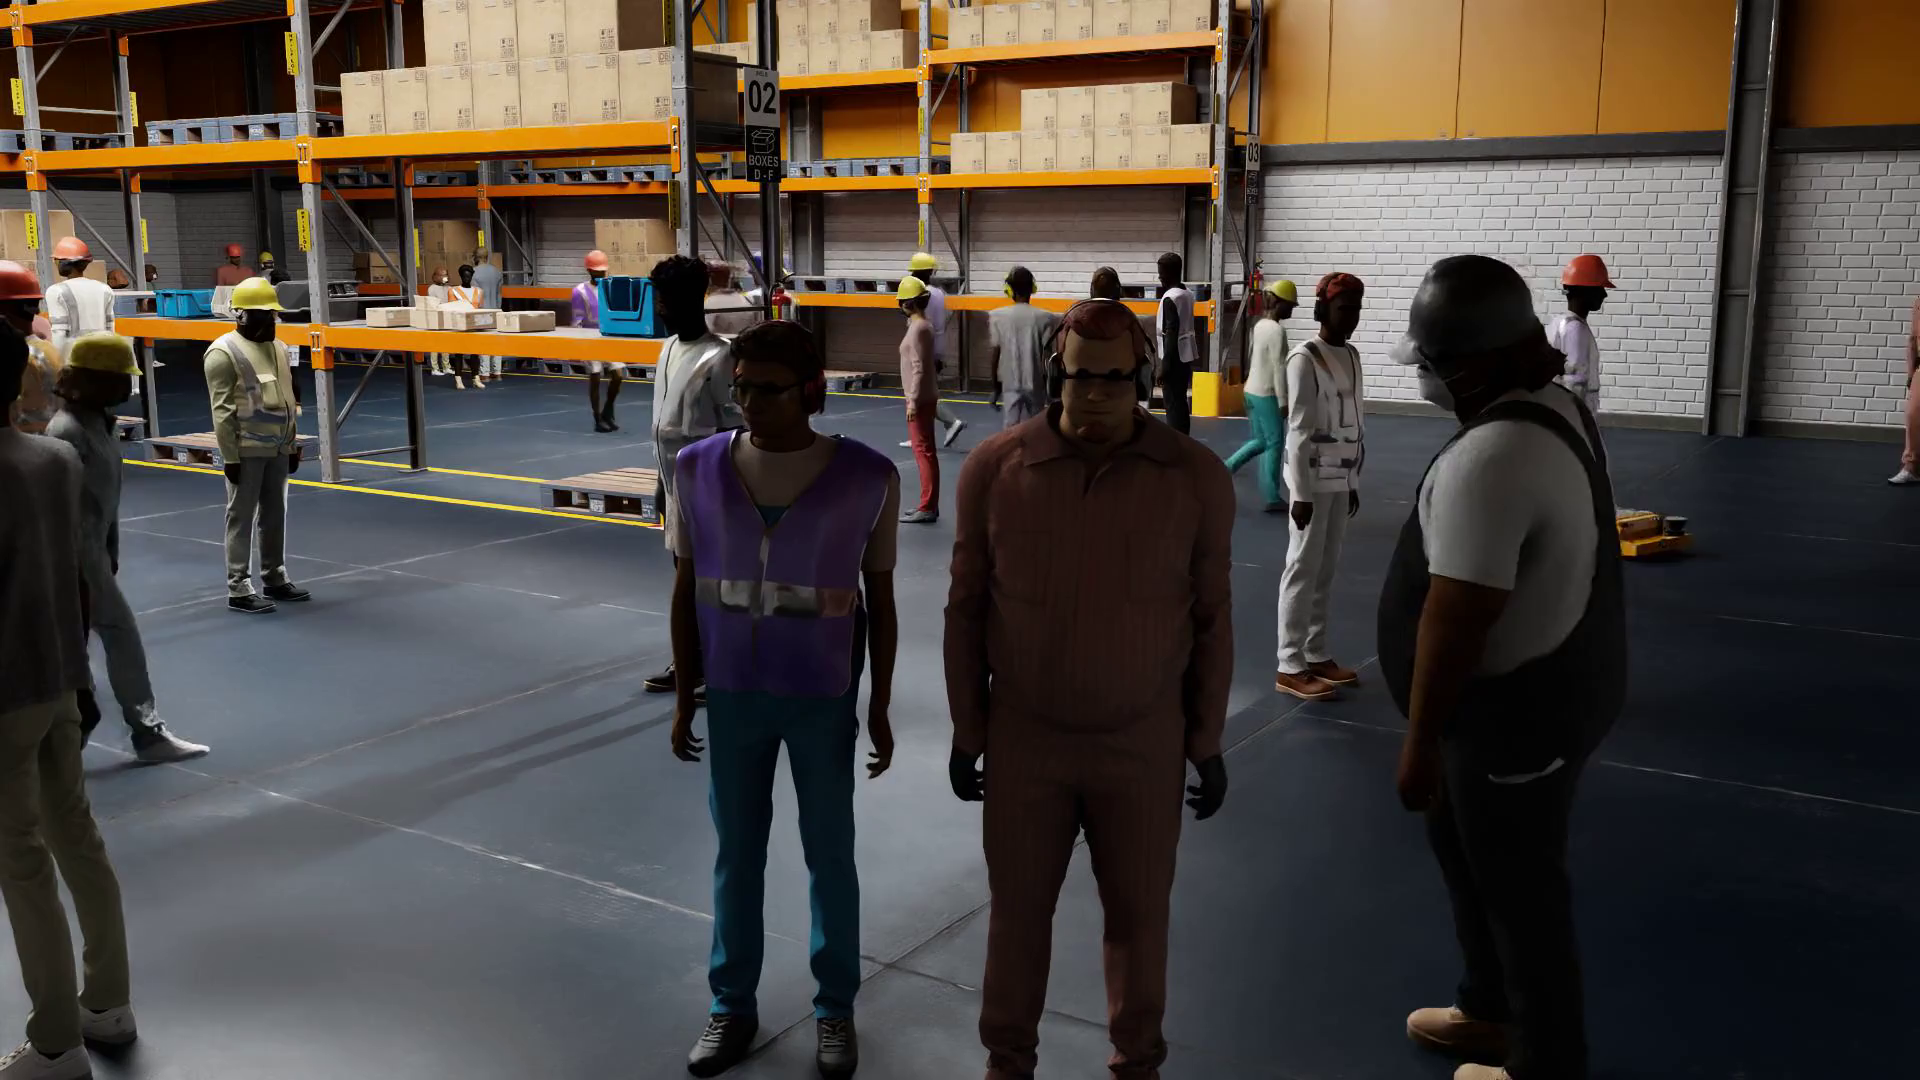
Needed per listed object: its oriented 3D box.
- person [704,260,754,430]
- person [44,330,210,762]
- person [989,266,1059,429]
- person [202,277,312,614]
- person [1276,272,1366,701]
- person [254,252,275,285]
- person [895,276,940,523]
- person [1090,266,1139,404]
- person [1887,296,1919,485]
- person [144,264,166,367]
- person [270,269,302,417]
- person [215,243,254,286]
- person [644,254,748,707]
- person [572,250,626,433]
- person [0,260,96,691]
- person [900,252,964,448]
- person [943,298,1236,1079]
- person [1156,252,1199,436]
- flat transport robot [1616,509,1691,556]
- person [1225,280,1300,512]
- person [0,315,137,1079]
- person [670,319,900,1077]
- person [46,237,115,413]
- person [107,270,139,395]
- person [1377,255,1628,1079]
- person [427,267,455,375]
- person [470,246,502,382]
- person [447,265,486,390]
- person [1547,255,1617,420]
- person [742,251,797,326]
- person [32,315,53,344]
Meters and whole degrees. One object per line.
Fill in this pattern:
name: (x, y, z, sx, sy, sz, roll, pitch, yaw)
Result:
person: (-1.861, -1.332, 13.512, 0.881, 1.873, 0.661, 6, 12, 30)
person: (-3.429, 0.041, 6.364, 0.854, 1.691, 0.504, -2, 10, -12)
person: (0.478, -1.110, 12.357, 0.531, 1.842, 0.747, 0, 10, -2)
person: (-3.835, -0.516, 9.108, 0.405, 1.823, 0.591, 3, 11, 14)
person: (1.622, -0.243, 7.410, 0.346, 1.882, 0.578, 7, 13, 35)
person: (-11.257, -3.782, 27.170, 0.403, 1.827, 0.599, 7, 13, 35)
person: (-0.315, -1.004, 11.958, 0.323, 1.765, 0.532, 1, 10, 7)
person: (0.990, -0.934, 11.348, 0.508, 1.846, 0.345, 4, 11, 23)
person: (8.000, -1.348, 13.554, 0.807, 1.862, 0.681, -7, 12, -34)
person: (-12.962, -3.590, 26.648, 0.269, 1.632, 0.504, -2, 10, -9)
person: (-7.743, -2.259, 19.106, 0.318, 1.695, 0.555, -4, 11, -22)
person: (-11.191, -3.606, 25.819, 0.440, 1.975, 0.634, 7, 12, 33)
person: (-1.161, -0.257, 7.282, 0.376, 1.959, 0.600, -8, 13, -39)
person: (-3.775, -2.068, 17.434, 0.562, 1.912, 0.454, -7, 12, -32)
person: (-4.008, -0.225, 7.165, 0.373, 1.934, 0.551, -4, 11, -19)
person: (-0.284, -1.805, 15.997, 0.645, 1.907, 0.595, 4, 11, 23)
person: (0.278, 0.428, 3.647, 0.639, 1.903, 0.406, 1, 10, 5)
person: (1.882, -1.552, 14.583, 0.392, 1.914, 0.587, 4, 11, 20)
flat transport robot: (4.071, -0.119, 11.192, 0.652, 0.197, 1.431, -8, 13, -37)
person: (2.219, -1.072, 12.420, 0.616, 1.733, 0.568, -1, 10, -4)
person: (-2.251, 0.386, 3.966, 0.310, 1.869, 0.531, 1, 10, 4)
person: (-0.423, 0.386, 4.054, 0.563, 1.838, 0.387, 1, 10, 7)
person: (-7.333, -1.495, 13.894, 0.362, 2.048, 0.613, 4, 11, 21)
person: (-10.959, -2.704, 21.743, 0.279, 1.633, 0.504, -1, 10, -6)
person: (1.218, 0.334, 3.778, 0.593, 2.000, 0.701, 6, 12, 29)
person: (-7.787, -3.285, 24.996, 0.284, 1.625, 0.492, 5, 11, 24)
person: (-6.808, -3.231, 23.816, 0.358, 1.937, 0.636, 5, 11, 26)
person: (-6.685, -2.884, 22.573, 0.530, 1.693, 0.321, -9, 14, -41)
person: (3.558, -0.672, 9.639, 0.362, 1.935, 0.553, 2, 10, 9)
person: (-1.701, -1.538, 14.492, 0.443, 1.925, 0.625, 7, 12, 33)
person: (-7.309, -1.182, 12.932, 0.299, 1.772, 0.525, 10, 14, 43)
